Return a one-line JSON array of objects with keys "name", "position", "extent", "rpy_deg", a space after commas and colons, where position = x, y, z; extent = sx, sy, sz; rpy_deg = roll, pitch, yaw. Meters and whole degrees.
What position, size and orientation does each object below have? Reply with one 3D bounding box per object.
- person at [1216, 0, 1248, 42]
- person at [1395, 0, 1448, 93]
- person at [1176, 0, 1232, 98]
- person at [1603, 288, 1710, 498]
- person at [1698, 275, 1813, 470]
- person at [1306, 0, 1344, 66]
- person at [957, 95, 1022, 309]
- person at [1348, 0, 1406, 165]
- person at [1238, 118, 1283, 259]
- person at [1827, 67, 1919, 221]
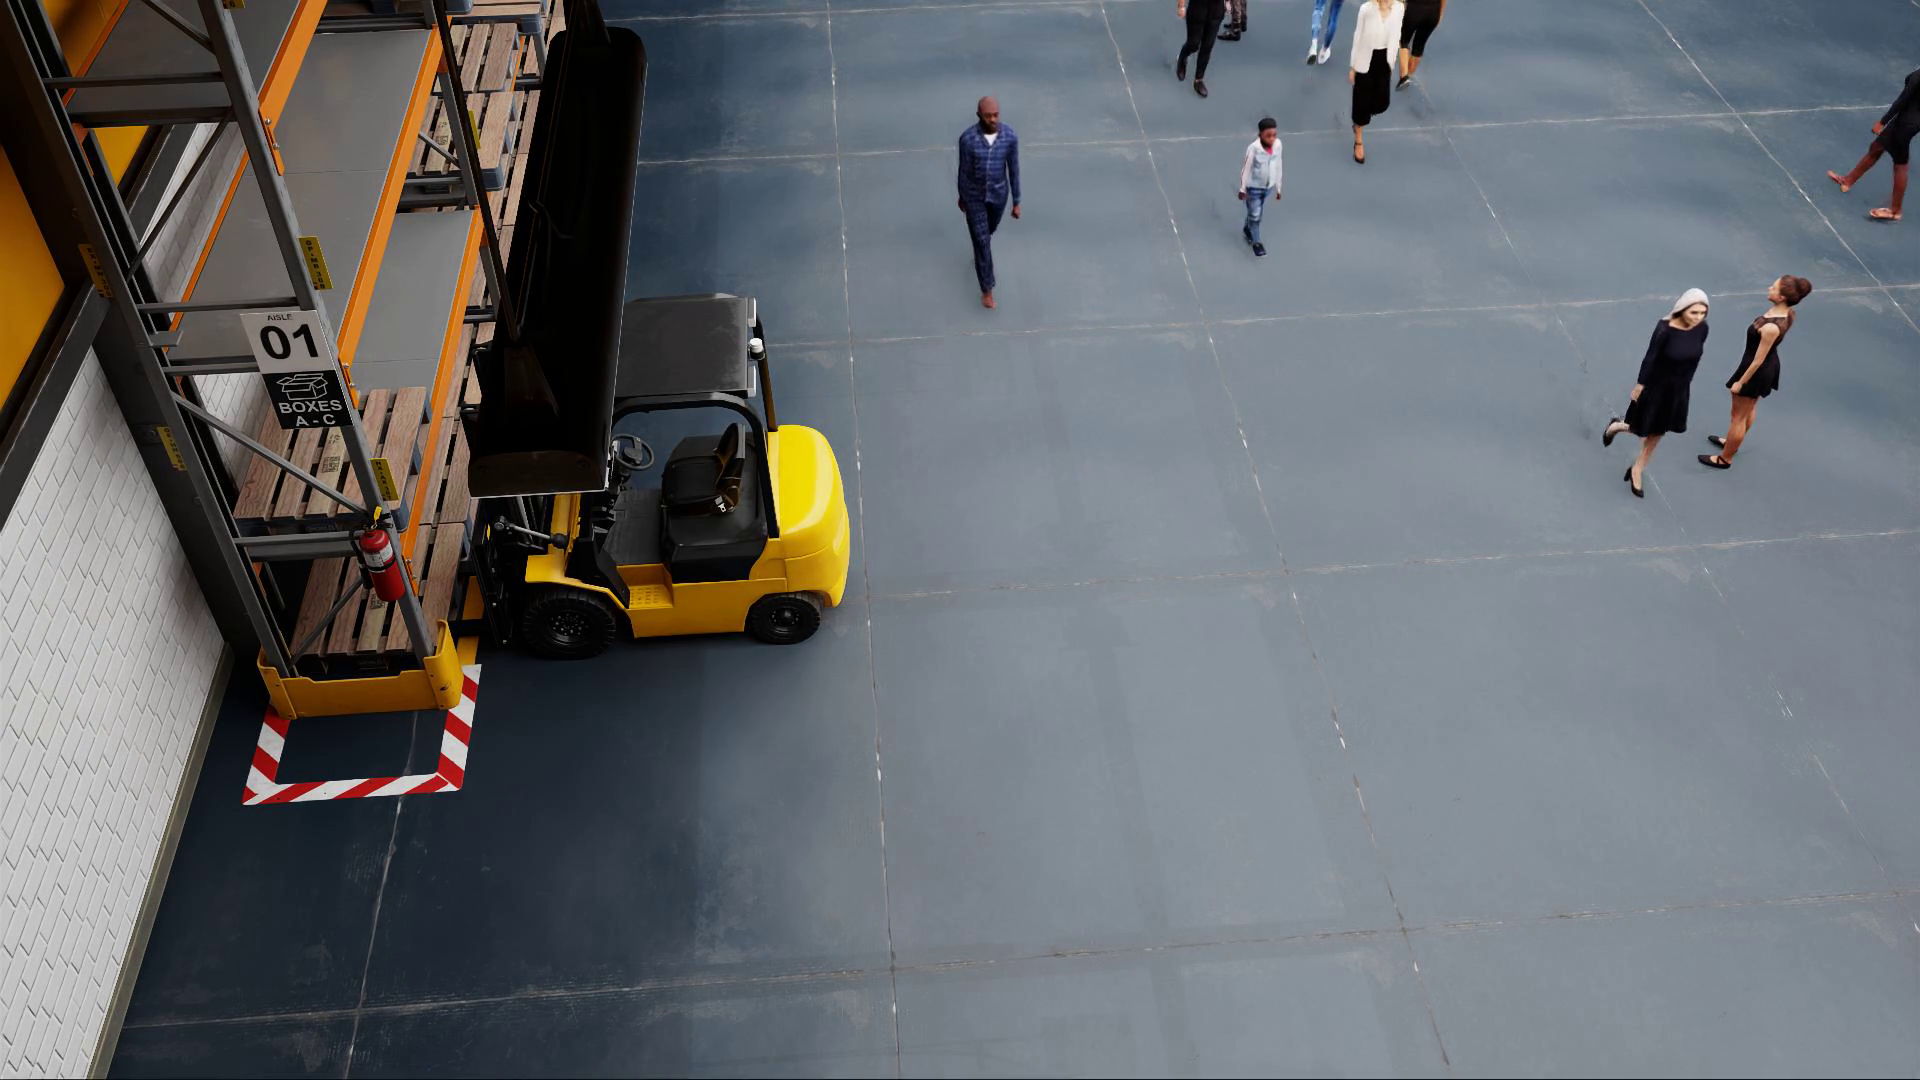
[{"name": "person", "position": [2.904, -6.039, 17.223], "extent": [0.721, 1.712, 0.632], "rpy_deg": [17, 46, 17]}, {"name": "person", "position": [4.554, -5.152, 16.336], "extent": [0.706, 1.652, 0.821], "rpy_deg": [0, 44, 0]}, {"name": "person", "position": [2.382, -5.311, 16.355], "extent": [0.751, 1.855, 0.812], "rpy_deg": [-11, 45, -11]}, {"name": "person", "position": [5.042, -1.120, 12.043], "extent": [0.661, 1.734, 0.863], "rpy_deg": [-9, 44, -10]}, {"name": "person", "position": [5.847, -1.243, 12.216], "extent": [0.739, 1.673, 0.673], "rpy_deg": [28, 50, 26]}, {"name": "person", "position": [3.714, -5.526, 16.639], "extent": [0.800, 1.774, 0.980], "rpy_deg": [14, 45, 14]}, {"name": "person", "position": [0.195, -2.940, 13.928], "extent": [0.804, 1.769, 1.240], "rpy_deg": [-11, 45, -11]}, {"name": "person", "position": [3.779, -4.398, 15.401], "extent": [0.629, 1.848, 0.741], "rpy_deg": [-6, 44, -6]}, {"name": "person", "position": [2.596, -3.141, 14.522], "extent": [0.615, 1.240, 0.842], "rpy_deg": [-14, 45, -14]}, {"name": "person", "position": [8.428, -3.618, 14.696], "extent": [1.068, 1.692, 0.996], "rpy_deg": [26, 49, 25]}]
